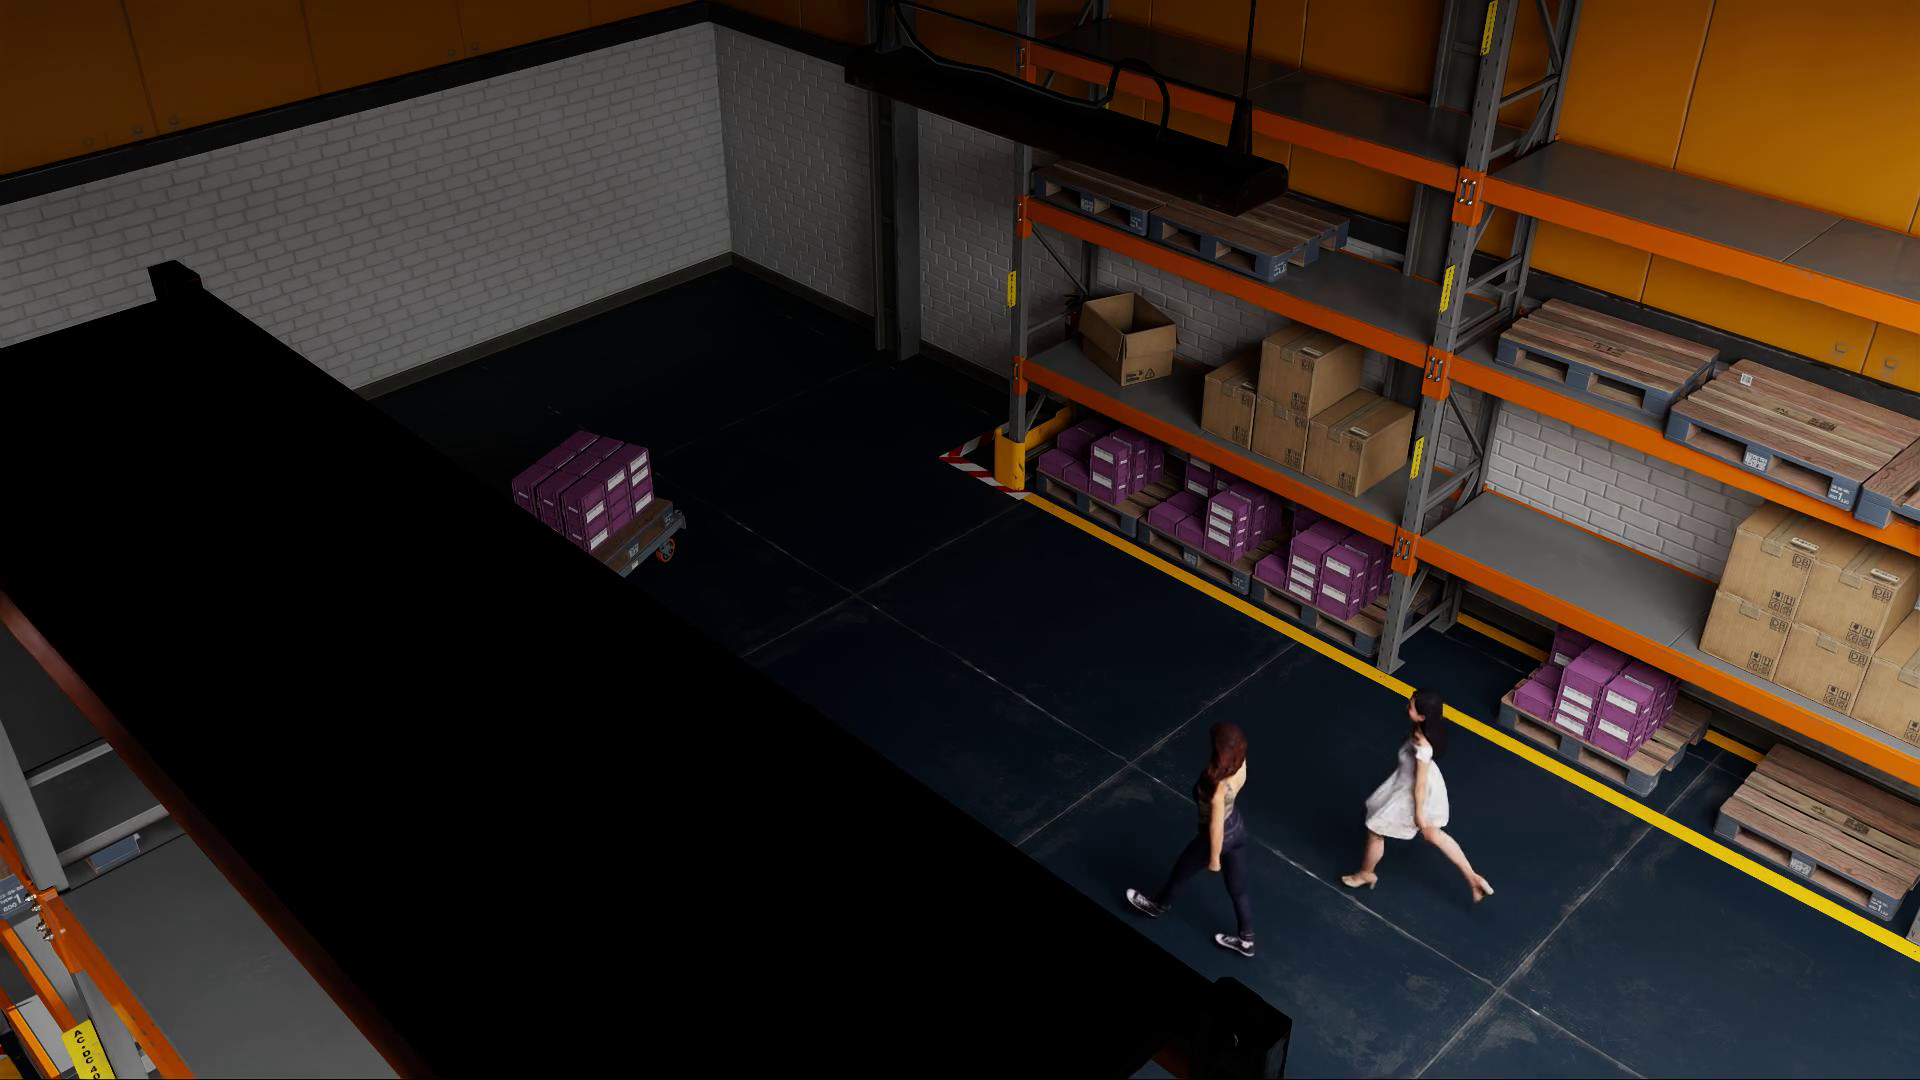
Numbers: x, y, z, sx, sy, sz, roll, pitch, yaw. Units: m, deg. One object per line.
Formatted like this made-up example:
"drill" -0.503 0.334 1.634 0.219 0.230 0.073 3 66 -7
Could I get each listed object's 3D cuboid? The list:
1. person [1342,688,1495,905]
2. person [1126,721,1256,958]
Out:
"person" 2.960 1.673 10.514 1.242 1.734 0.857 16 37 22
"person" 1.682 1.877 10.213 1.158 1.728 0.780 20 38 27
